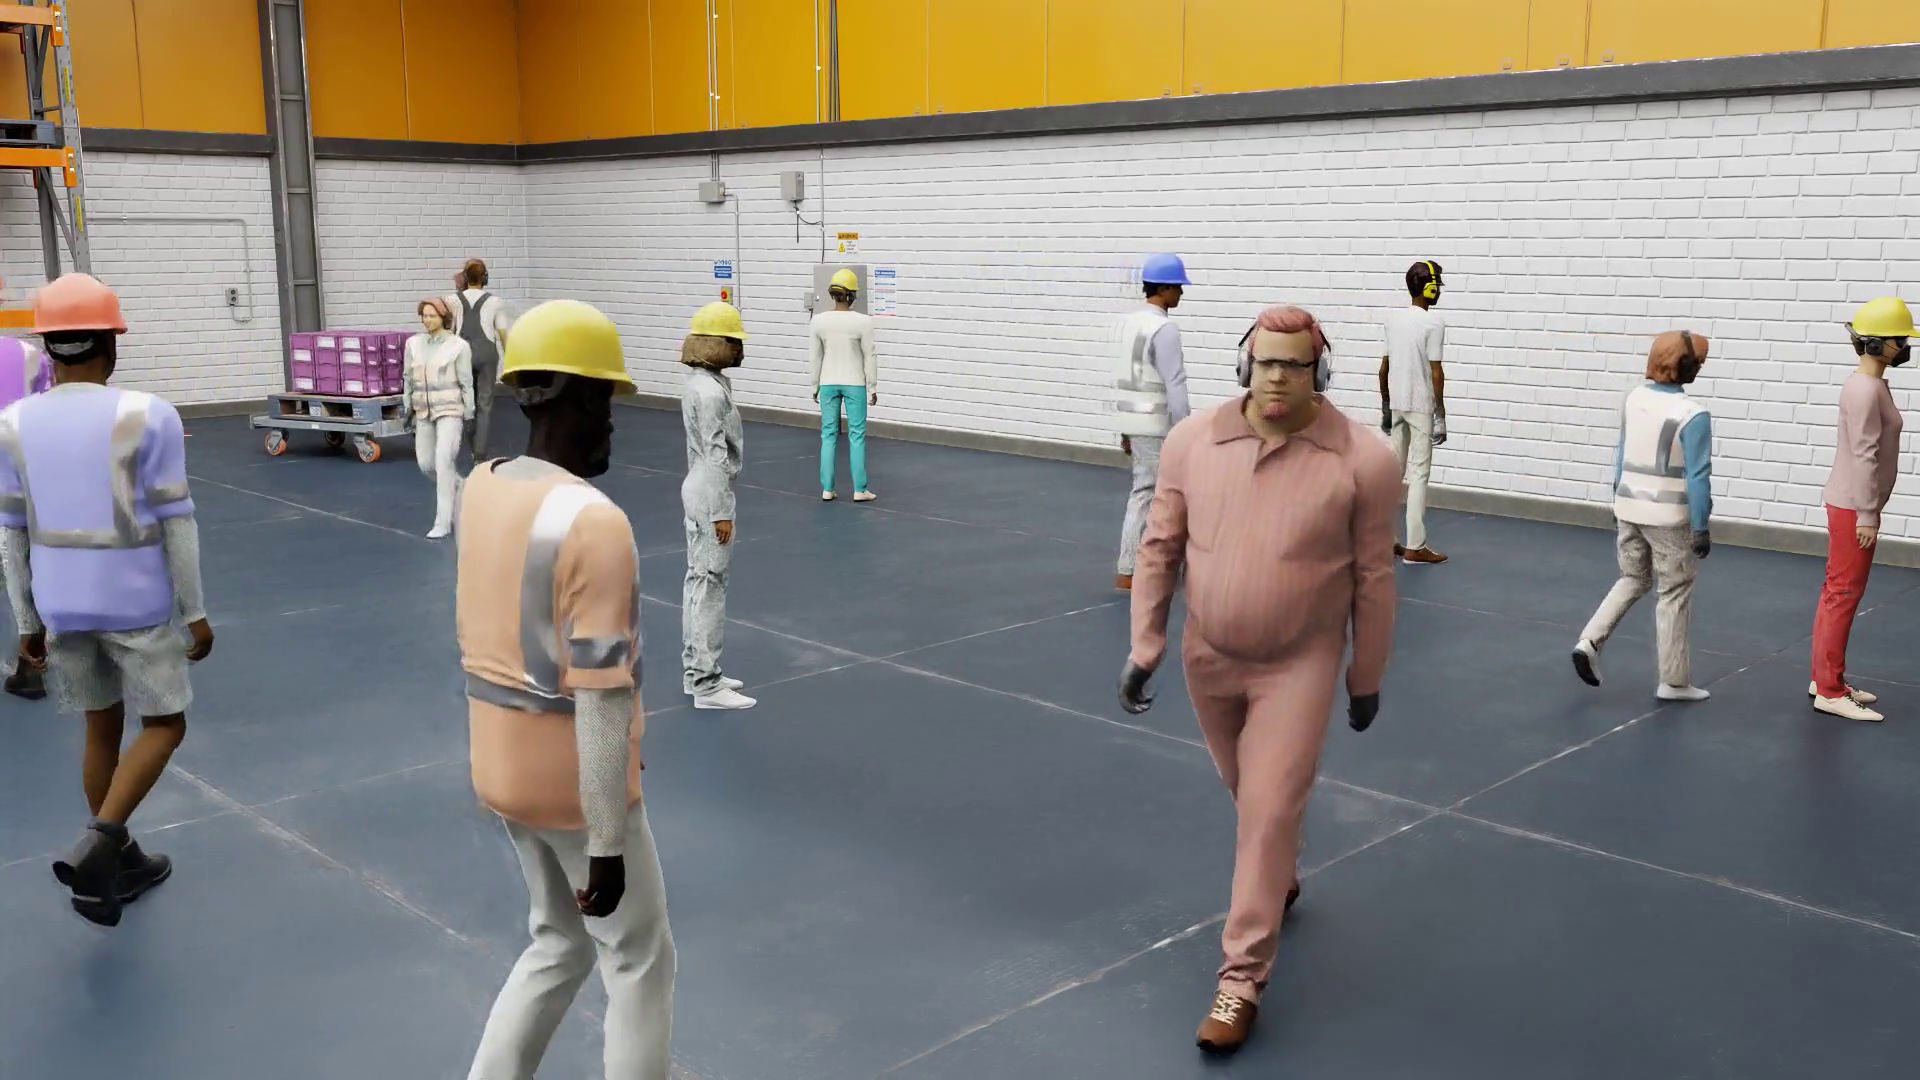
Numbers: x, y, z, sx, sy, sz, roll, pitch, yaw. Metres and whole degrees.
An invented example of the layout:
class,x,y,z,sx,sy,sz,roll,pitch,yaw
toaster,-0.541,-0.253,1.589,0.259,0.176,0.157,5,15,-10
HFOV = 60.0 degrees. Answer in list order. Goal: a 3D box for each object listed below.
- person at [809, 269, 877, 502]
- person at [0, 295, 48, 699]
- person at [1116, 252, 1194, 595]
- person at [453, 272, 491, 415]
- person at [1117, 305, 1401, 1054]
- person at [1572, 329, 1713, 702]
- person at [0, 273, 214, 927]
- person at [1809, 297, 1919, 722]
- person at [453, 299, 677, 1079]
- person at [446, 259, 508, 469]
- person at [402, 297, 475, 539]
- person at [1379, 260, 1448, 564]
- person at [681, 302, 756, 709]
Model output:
class,x,y,z,sx,sy,sz,roll,pitch,yaw
person,-0.879,-1.166,12.652,0.535,1.767,0.315,3,11,14
person,-4.338,-0.270,7.404,0.913,1.893,0.548,9,14,42
person,1.136,-0.640,9.360,0.611,1.927,0.624,-1,10,-7
person,-5.416,-2.155,18.518,0.338,1.624,0.556,4,11,20
person,0.812,0.305,4.439,0.645,1.851,1.039,6,12,30
person,2.997,-0.091,7.160,0.550,1.625,0.555,-4,11,-19
person,-2.516,0.195,4.821,0.564,1.916,0.650,0,10,1
person,3.814,-0.133,7.021,0.313,1.769,0.525,5,11,25
person,-0.813,0.473,3.354,0.627,1.897,0.599,-10,14,-43
person,-4.179,-1.534,14.523,0.535,1.810,0.848,-1,10,-5
person,-3.504,-0.850,11.322,0.521,1.617,0.646,4,11,21
person,2.817,-0.790,10.321,0.309,1.868,0.535,-6,12,-29
person,-1.048,-0.149,7.180,0.320,1.739,0.492,-3,11,-16
